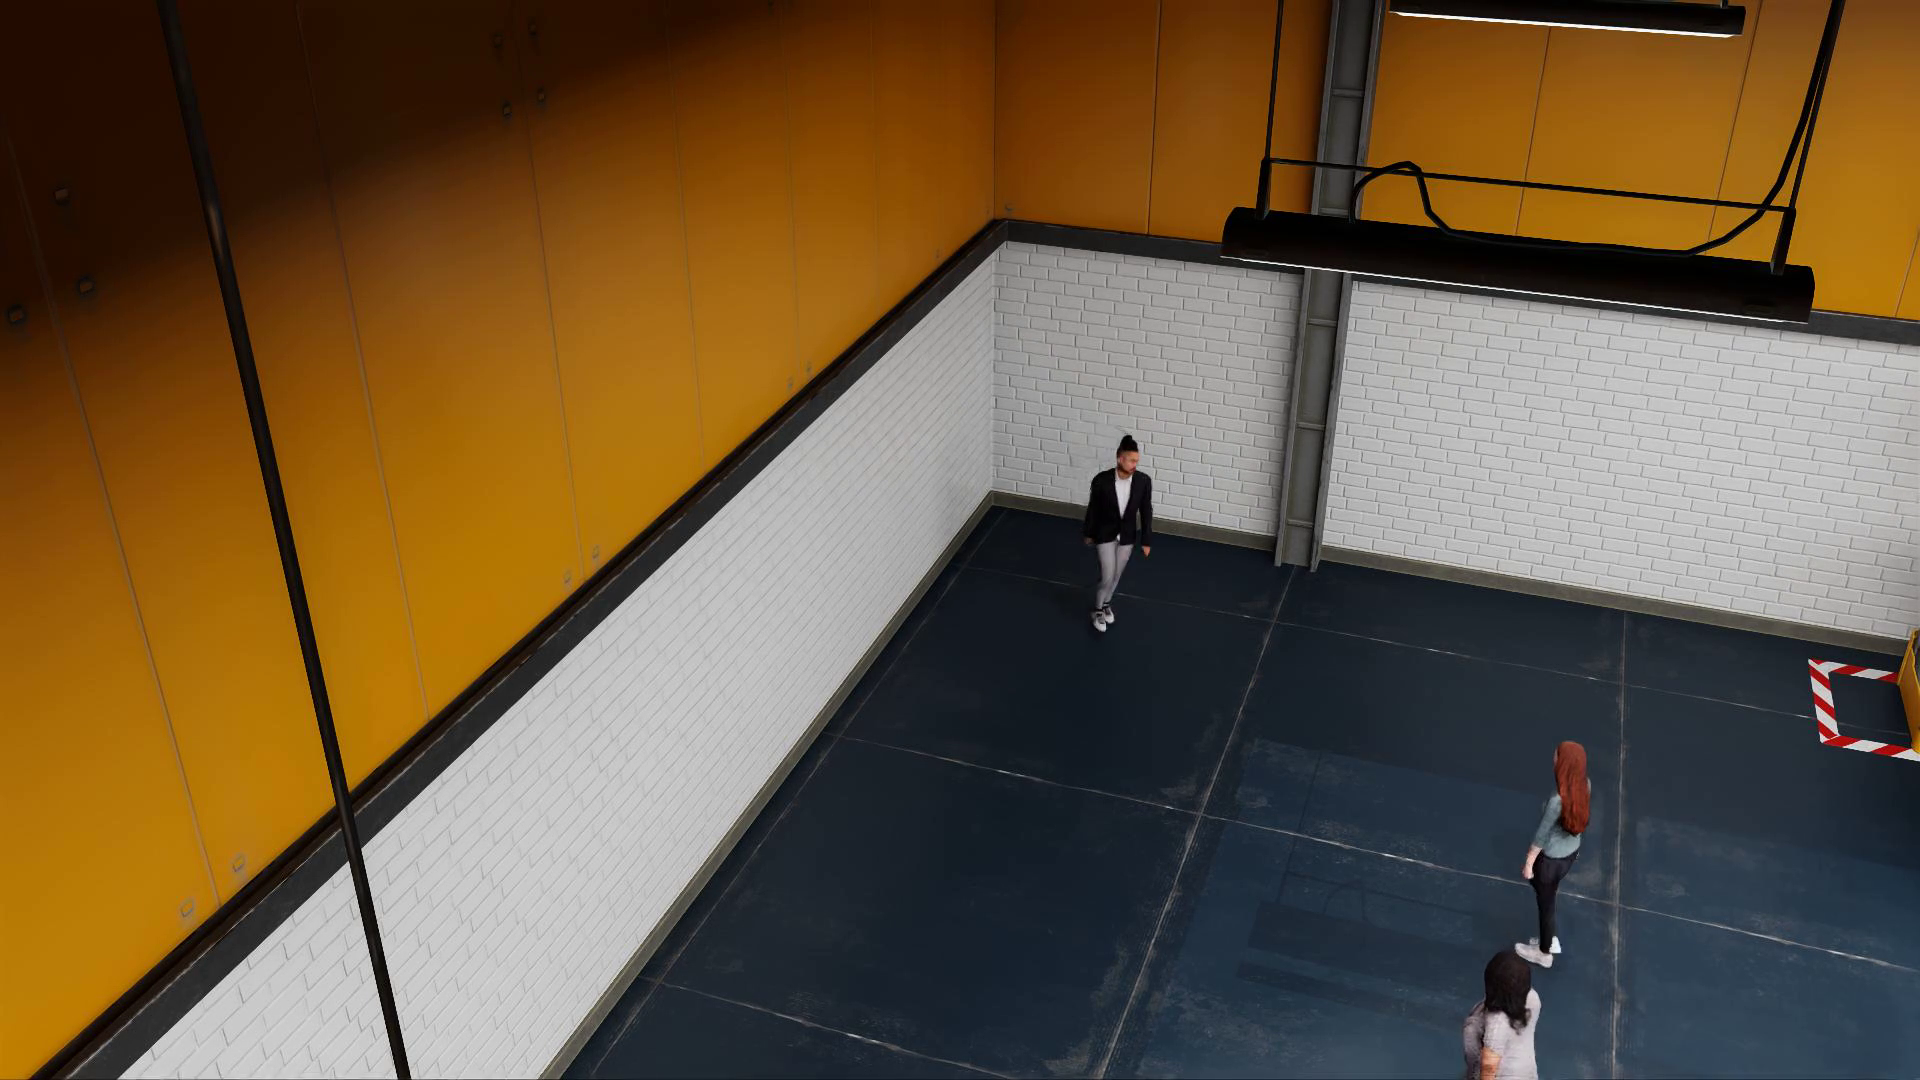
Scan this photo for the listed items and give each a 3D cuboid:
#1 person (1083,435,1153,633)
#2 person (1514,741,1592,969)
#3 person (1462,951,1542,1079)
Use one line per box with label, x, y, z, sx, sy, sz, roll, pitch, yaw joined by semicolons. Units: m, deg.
person;1.330;-0.103;14.687;0.866;1.920;0.947;-1;29;-2
person;3.958;2.106;10.835;0.730;1.731;0.760;-23;36;-35
person;3.086;3.028;9.303;0.935;1.580;1.104;-21;35;-34
